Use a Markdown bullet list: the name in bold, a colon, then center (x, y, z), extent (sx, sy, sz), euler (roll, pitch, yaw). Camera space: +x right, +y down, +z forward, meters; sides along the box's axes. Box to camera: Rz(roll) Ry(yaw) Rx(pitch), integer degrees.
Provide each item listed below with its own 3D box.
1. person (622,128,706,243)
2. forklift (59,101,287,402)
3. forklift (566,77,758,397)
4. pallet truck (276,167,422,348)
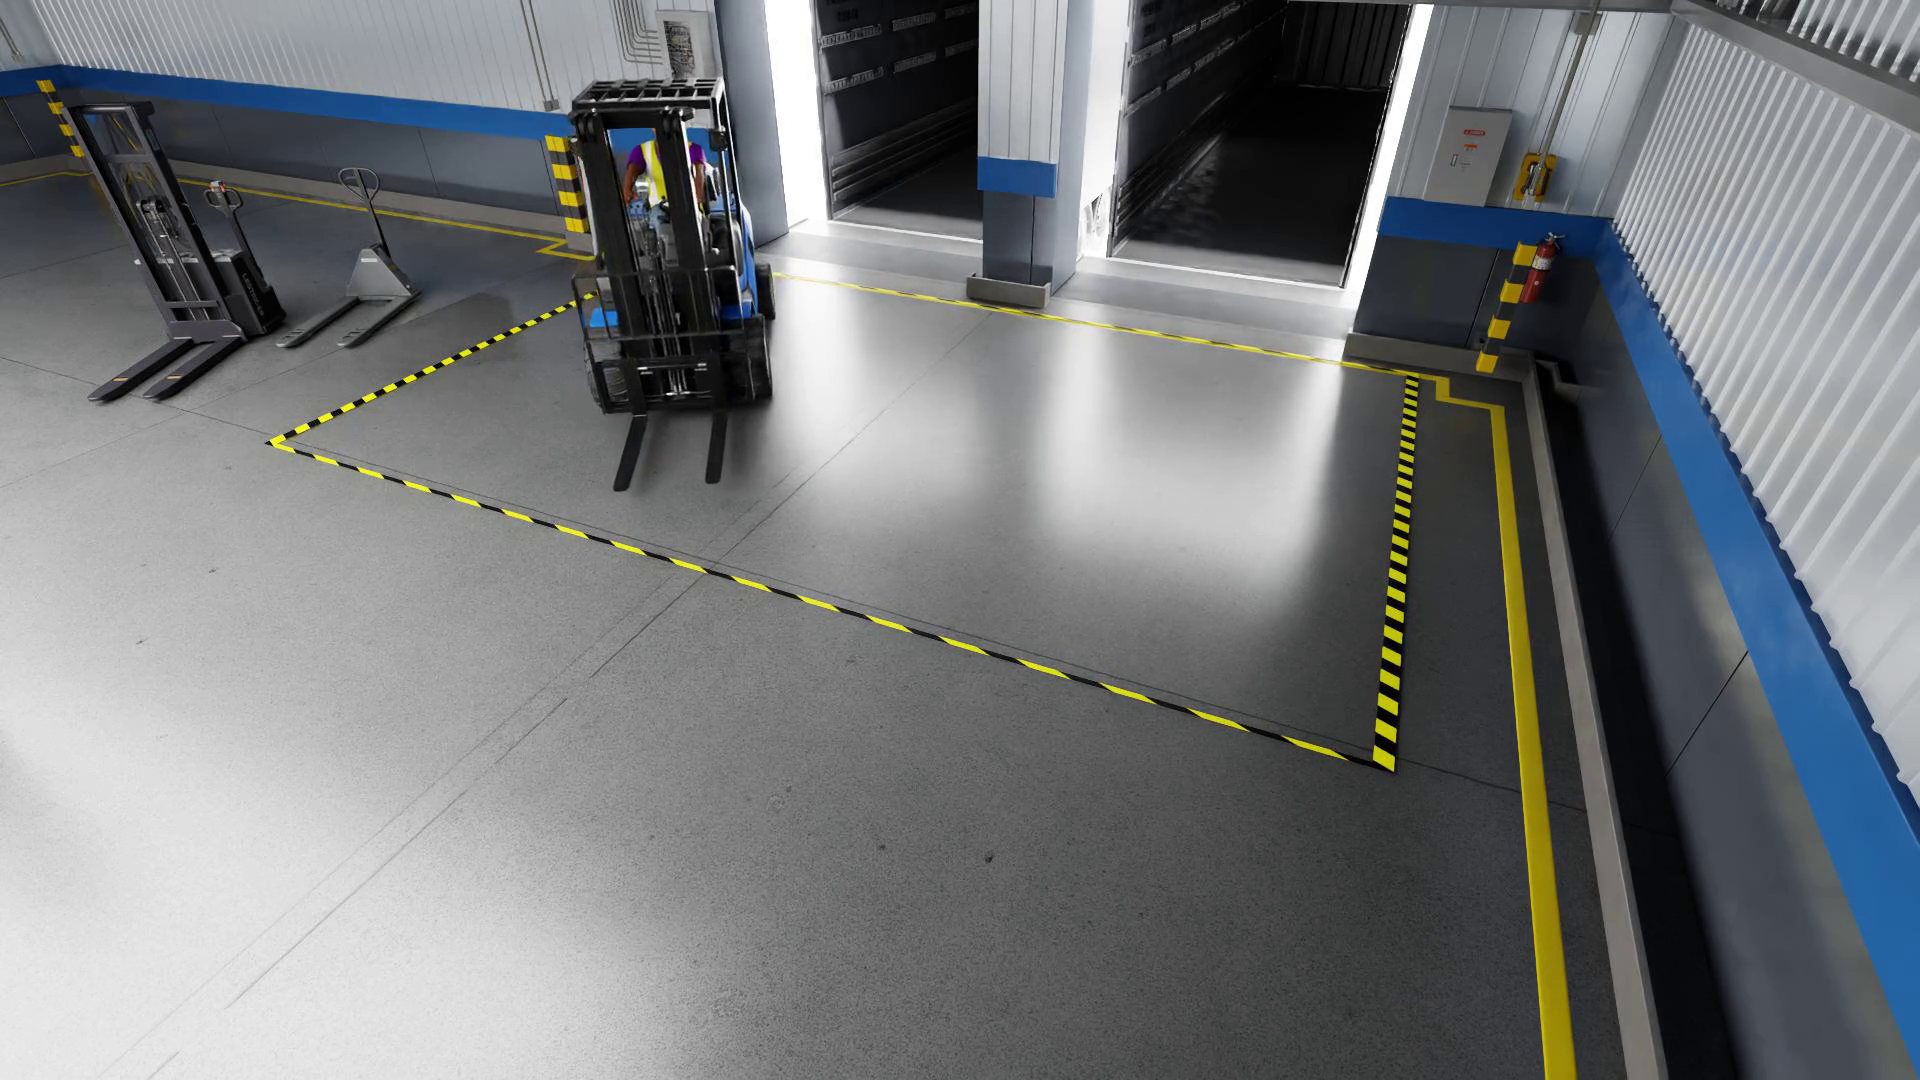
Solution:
- **person**: center (-2.297, -2.650, 7.174), extent (0.630, 1.293, 1.004), euler (-5, 35, -7)
- **forklift**: center (-6.686, -2.387, 7.434), extent (0.823, 1.965, 1.885), euler (-3, 35, -5)
- **forklift**: center (-2.297, -2.531, 7.331), extent (1.157, 2.036, 2.680), euler (-5, 35, -7)
- **pallet truck**: center (-5.732, -2.611, 8.414), extent (0.680, 1.201, 1.601), euler (-1, 35, -1)
